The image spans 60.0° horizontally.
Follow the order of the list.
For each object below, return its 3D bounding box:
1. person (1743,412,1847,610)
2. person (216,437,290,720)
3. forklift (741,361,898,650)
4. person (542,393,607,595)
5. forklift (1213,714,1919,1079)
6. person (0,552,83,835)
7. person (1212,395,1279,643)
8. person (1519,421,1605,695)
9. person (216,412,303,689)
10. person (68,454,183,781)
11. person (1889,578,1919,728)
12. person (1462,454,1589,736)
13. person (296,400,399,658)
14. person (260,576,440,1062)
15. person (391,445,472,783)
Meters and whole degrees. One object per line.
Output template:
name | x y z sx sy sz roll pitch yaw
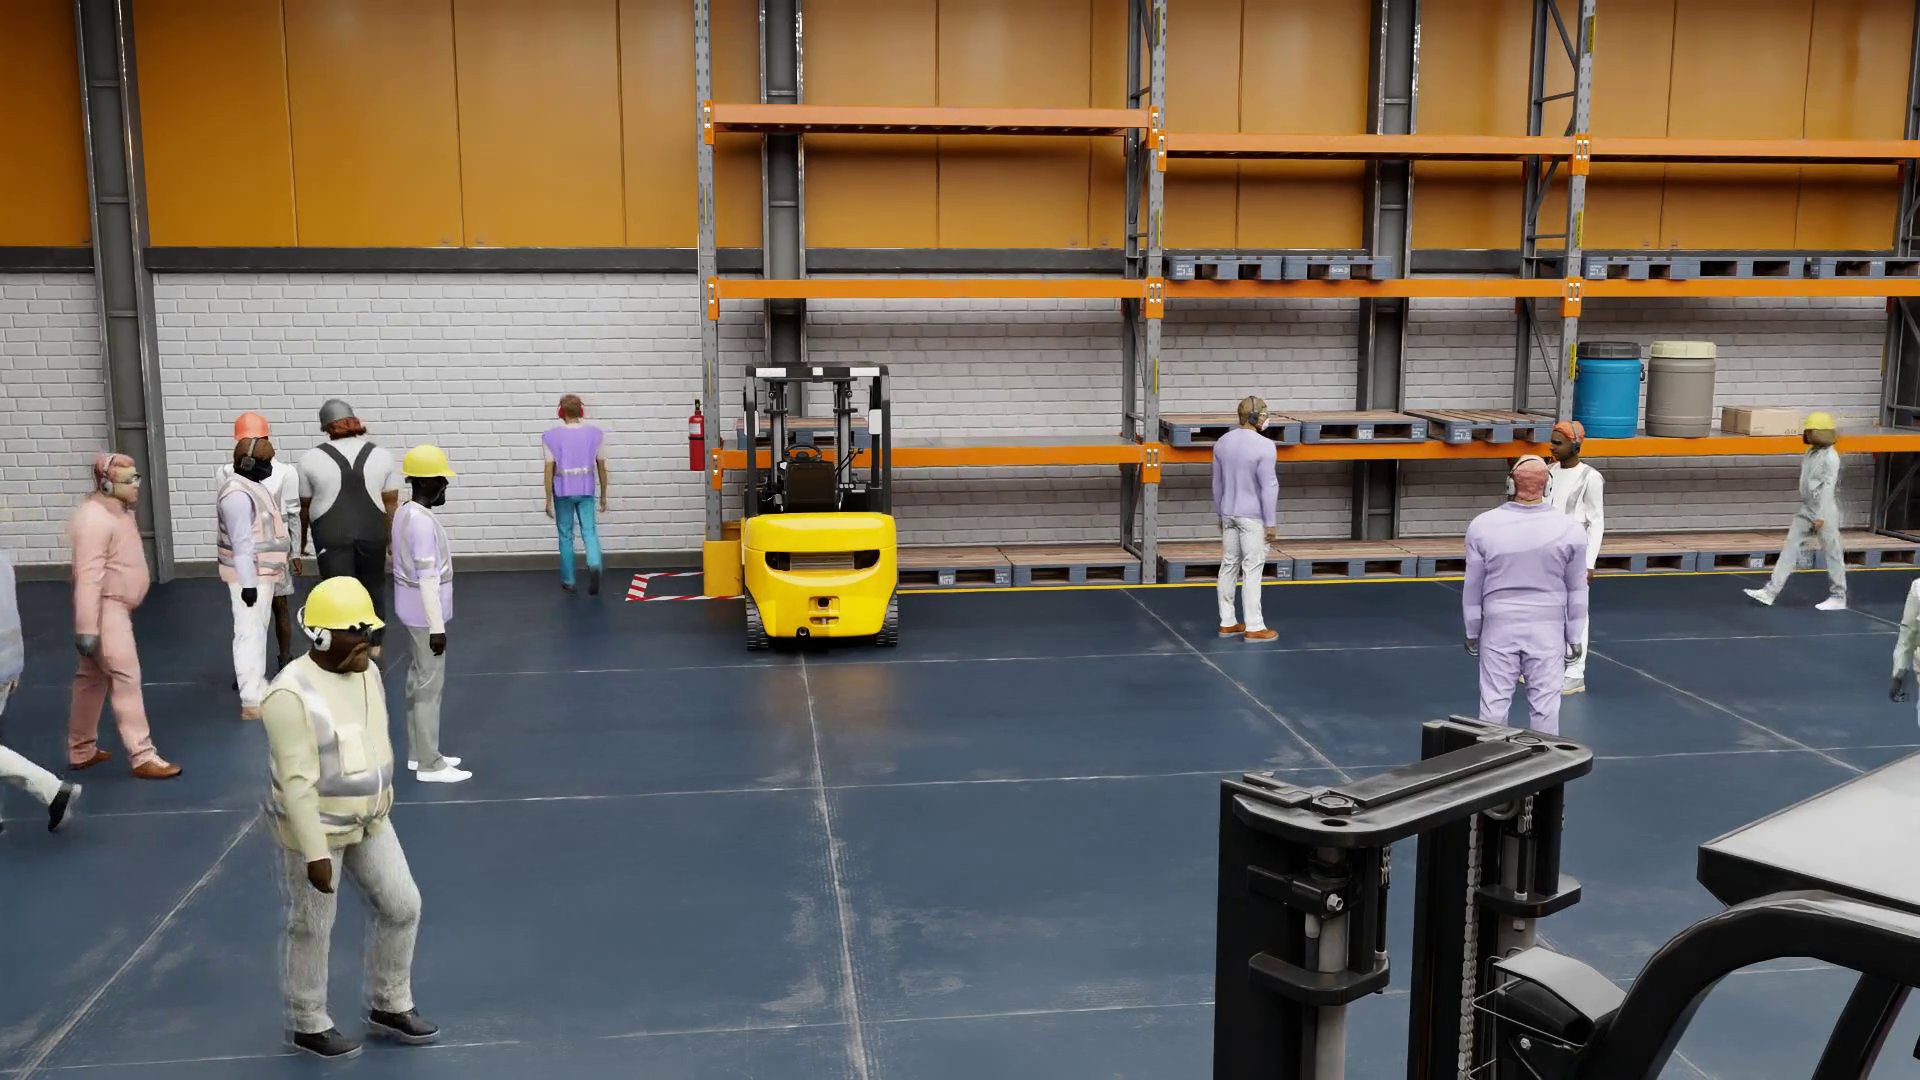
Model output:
person | 7.244 -0.237 14.231 0.873 1.693 0.508 -1 9 -4
person | -4.593 0.242 10.852 0.430 1.837 0.624 -2 9 -14
forklift | -1.154 -0.340 13.365 1.214 2.155 2.313 -1 9 -7
person | -3.440 -0.402 14.925 0.573 1.820 0.780 -4 10 -25
forklift | 1.441 1.425 2.350 1.214 2.155 2.313 -7 12 -39
person | -4.849 0.657 8.364 0.702 1.813 0.604 -1 9 -7
person | 2.248 -0.166 13.087 0.379 1.937 0.629 -6 11 -35
person | 4.164 0.118 11.476 0.340 1.880 0.586 -3 10 -19
person | -4.867 0.074 11.575 0.544 1.939 0.372 -2 9 -13
person | -4.871 0.436 9.580 0.663 1.866 0.689 -3 10 -19
person | 4.937 0.744 8.354 0.476 1.621 0.550 -4 10 -23
person | 3.077 0.488 9.078 0.649 1.913 0.409 4 10 22
person | -4.476 -0.061 12.104 0.687 2.000 0.959 -6 11 -31
person | -2.209 1.030 6.024 0.639 1.806 0.599 3 10 19
person | -3.019 0.417 9.472 0.369 1.925 0.594 -5 10 -26
